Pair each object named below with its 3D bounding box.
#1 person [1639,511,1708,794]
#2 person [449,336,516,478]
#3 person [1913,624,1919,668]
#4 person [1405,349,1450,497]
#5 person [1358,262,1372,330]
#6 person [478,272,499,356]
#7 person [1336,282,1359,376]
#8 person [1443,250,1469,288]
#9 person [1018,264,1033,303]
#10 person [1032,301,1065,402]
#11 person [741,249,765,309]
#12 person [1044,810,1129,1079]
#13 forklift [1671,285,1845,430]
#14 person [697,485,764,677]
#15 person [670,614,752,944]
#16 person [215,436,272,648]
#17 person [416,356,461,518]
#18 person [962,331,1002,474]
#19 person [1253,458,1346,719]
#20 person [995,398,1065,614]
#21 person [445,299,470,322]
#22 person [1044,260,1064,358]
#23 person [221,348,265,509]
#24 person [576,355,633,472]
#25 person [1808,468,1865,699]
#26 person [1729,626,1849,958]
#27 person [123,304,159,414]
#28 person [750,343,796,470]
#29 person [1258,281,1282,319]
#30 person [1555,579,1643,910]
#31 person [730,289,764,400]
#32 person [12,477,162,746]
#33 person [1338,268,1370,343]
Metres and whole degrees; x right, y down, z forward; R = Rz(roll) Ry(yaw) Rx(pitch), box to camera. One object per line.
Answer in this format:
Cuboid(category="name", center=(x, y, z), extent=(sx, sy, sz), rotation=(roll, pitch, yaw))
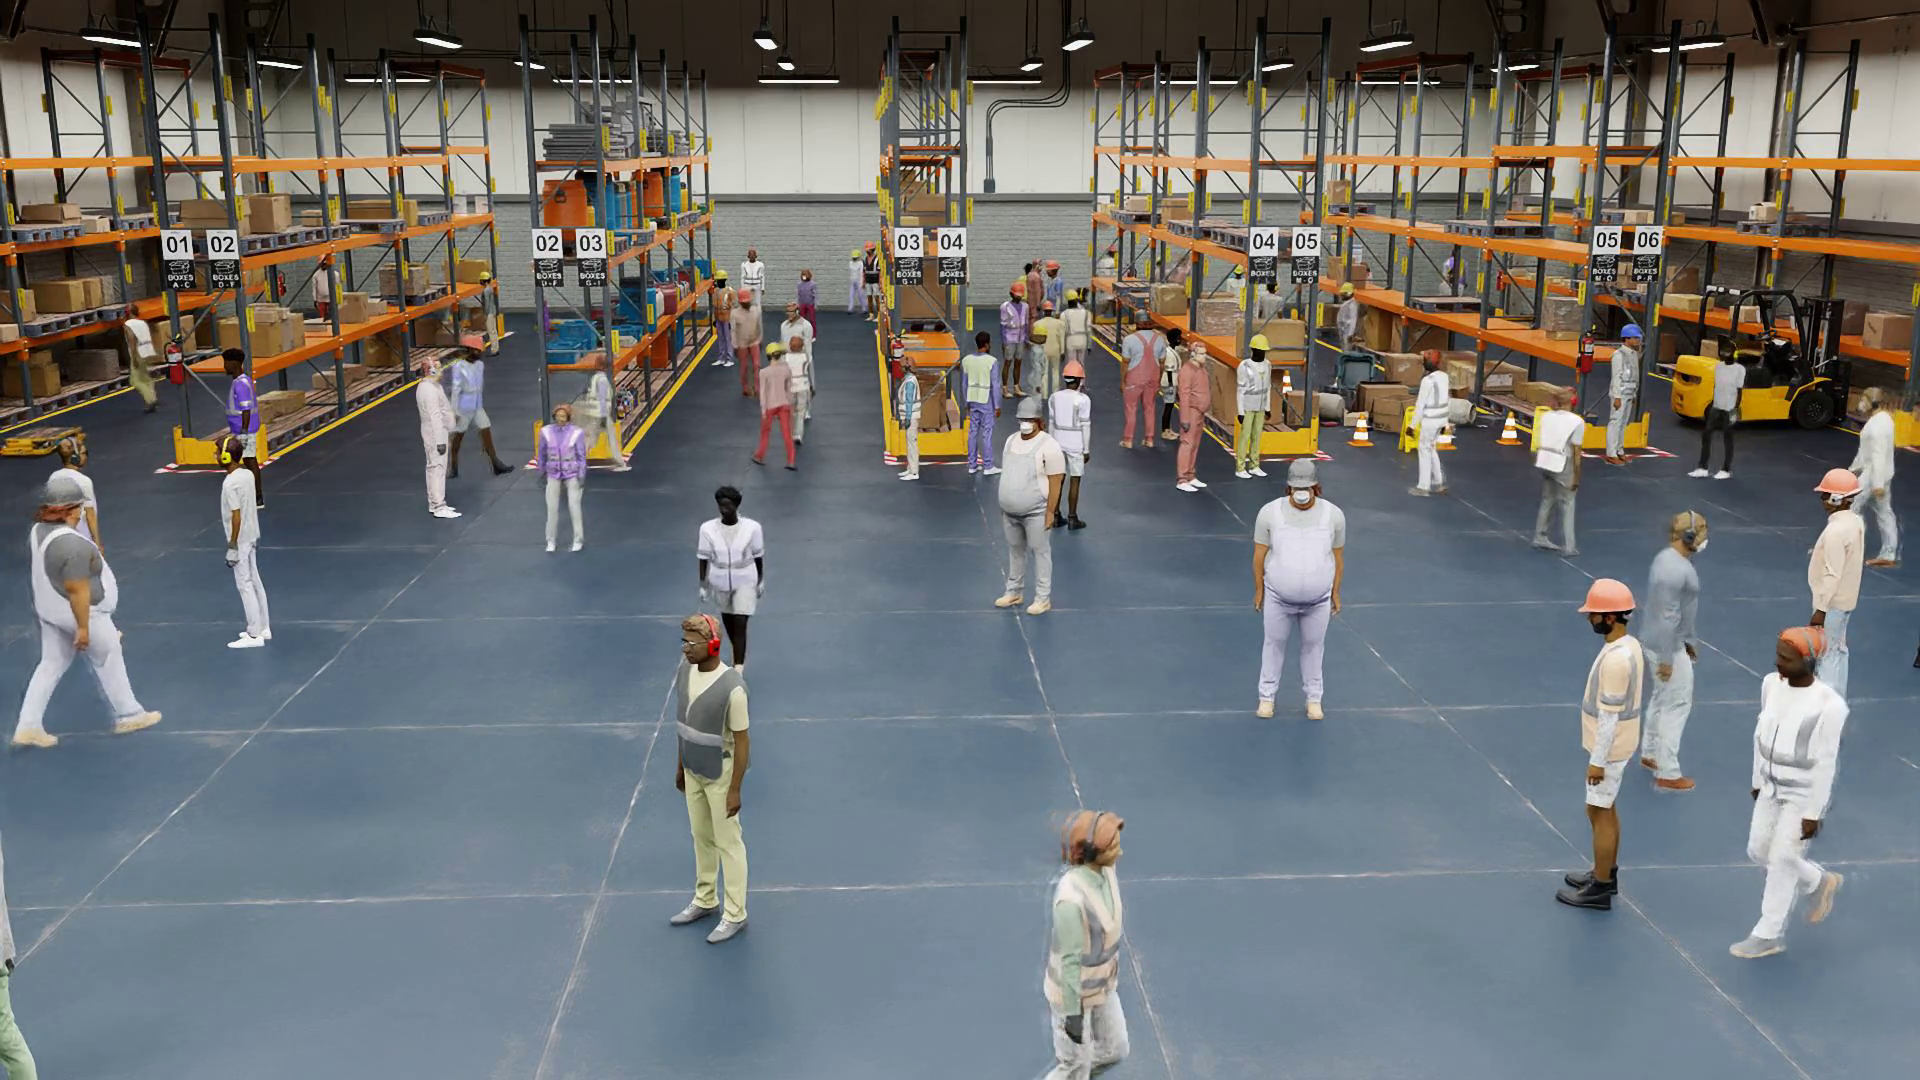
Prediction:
Cuboid(category="person", center=(4.877, 0.741, 11.384), extent=(0.423, 1.920, 0.631), rotation=(4, 14, 18))
Cuboid(category="person", center=(-6.441, -1.741, 21.996), extent=(0.870, 1.875, 0.641), rotation=(8, 15, 30))
Cuboid(category="person", center=(8.190, 0.178, 13.725), extent=(0.351, 1.942, 0.545), rotation=(2, 14, 10))
Cuboid(category="person", center=(5.890, -1.465, 20.833), extent=(0.392, 1.879, 0.591), rotation=(10, 17, 36))
Cuboid(category="person", center=(9.685, -5.864, 39.980), extent=(0.498, 1.633, 0.278), rotation=(-9, 16, -34))
Cuboid(category="person", center=(-9.927, -4.748, 34.969), extent=(0.328, 1.767, 0.530), rotation=(0, 13, 0))
Cuboid(category="person", center=(7.321, -3.956, 31.479), extent=(0.404, 1.827, 0.600), rotation=(0, 13, 0))
Cuboid(category="person", center=(12.717, -6.579, 42.709), extent=(0.610, 1.783, 0.995), rotation=(6, 15, 24))
Cuboid(category="person", center=(1.621, -5.661, 39.114), extent=(0.536, 1.660, 0.852), rotation=(10, 16, 36))
Cuboid(category="person", center=(1.528, -3.271, 28.851), extent=(0.573, 1.703, 0.814), rotation=(1, 13, 2))
Cuboid(category="person", center=(-5.079, -6.164, 40.739), extent=(0.588, 1.877, 0.373), rotation=(-1, 13, -3))
Cuboid(category="person", center=(0.512, 1.913, 7.058), extent=(0.397, 1.629, 0.526), rotation=(7, 15, 27))
Cuboid(category="forklift", center=(12.503, -2.886, 26.166), extent=(2.313, 2.155, 1.214), rotation=(-1, 13, -3))
Cuboid(category="person", center=(-1.871, 0.329, 13.705), extent=(0.538, 1.653, 0.859), rotation=(1, 13, 2))
Cuboid(category="person", center=(-1.364, 1.295, 9.198), extent=(0.565, 1.846, 0.390), rotation=(13, 18, 43))
Cuboid(category="person", center=(-6.303, 0.018, 14.561), extent=(0.311, 1.869, 0.533), rotation=(-1, 13, -3))
Cuboid(category="person", center=(-6.188, -1.220, 19.717), extent=(0.408, 1.913, 0.641), rotation=(-6, 15, -26))
Cuboid(category="person", center=(0.290, -1.836, 22.310), extent=(0.590, 1.919, 0.392), rotation=(10, 16, 35))
Cuboid(category="person", center=(2.579, 0.377, 12.669), extent=(0.689, 2.000, 0.537), rotation=(2, 13, 7))
Cuboid(category="person", center=(0.611, -0.328, 15.656), extent=(0.688, 2.000, 0.538), rotation=(12, 18, 42))
Cuboid(category="person", center=(-11.909, -5.782, 39.547), extent=(0.933, 1.660, 0.548), rotation=(-9, 16, -35))
Cuboid(category="person", center=(1.938, -4.798, 34.626), extent=(0.426, 2.033, 0.619), rotation=(-4, 14, -16))
Cuboid(category="person", center=(-8.675, -1.348, 20.137), extent=(0.362, 1.963, 0.614), rotation=(-5, 14, -20))
Cuboid(category="person", center=(-4.889, -1.685, 22.368), extent=(0.816, 1.593, 0.566), rotation=(-7, 15, -27))
Cuboid(category="person", center=(6.512, 0.450, 12.461), extent=(0.397, 1.992, 0.623), rotation=(11, 17, 40))
Cuboid(category="person", center=(4.539, 1.347, 8.961), extent=(0.653, 1.866, 0.577), rotation=(-4, 14, -15))
Cuboid(category="person", center=(-13.513, -2.983, 27.421), extent=(0.537, 1.798, 0.615), rotation=(2, 13, 7))
Cuboid(category="person", center=(-2.539, -1.836, 22.730), extent=(0.533, 1.719, 0.884), rotation=(-9, 16, -32))
Cuboid(category="person", center=(5.947, -4.052, 31.793), extent=(0.507, 1.875, 0.329), rotation=(9, 16, 33))
Cuboid(category="person", center=(3.699, 1.168, 9.583), extent=(0.388, 1.924, 0.549), rotation=(6, 15, 25))
Cuboid(category="person", center=(-3.671, -3.379, 28.824), extent=(0.635, 1.924, 0.889), rotation=(-6, 14, -23))
Cuboid(category="person", center=(-6.523, 0.496, 12.166), extent=(0.685, 2.000, 0.994), rotation=(8, 16, 32))
Cuboid(category="person", center=(8.843, -5.196, 36.999), extent=(0.873, 1.706, 0.578), rotation=(-1, 13, -4))
